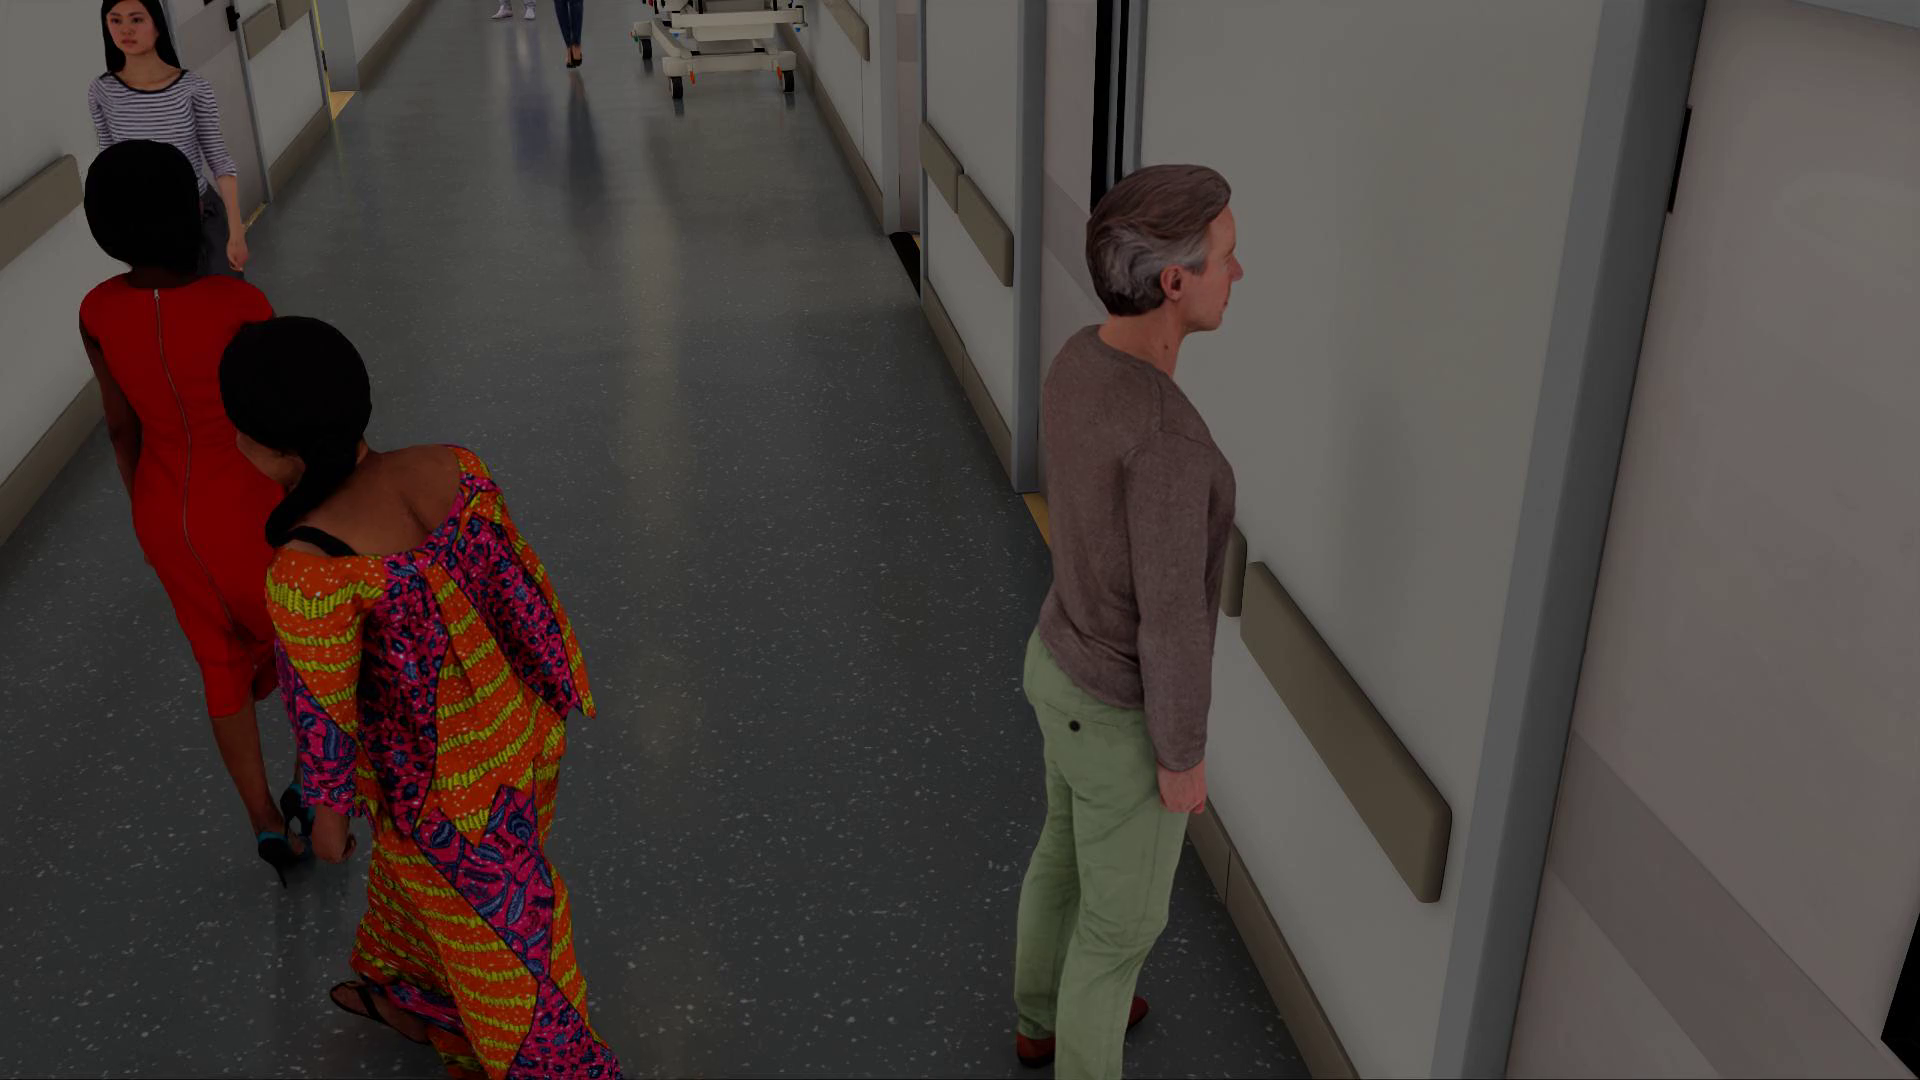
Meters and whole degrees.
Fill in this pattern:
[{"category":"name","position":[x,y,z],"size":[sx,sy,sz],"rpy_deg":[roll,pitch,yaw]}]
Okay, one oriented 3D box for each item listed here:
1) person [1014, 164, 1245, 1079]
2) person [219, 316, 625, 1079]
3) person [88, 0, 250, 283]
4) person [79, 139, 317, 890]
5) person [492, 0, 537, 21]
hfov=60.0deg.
[{"category":"person","position":[0.274,0.278,2.927],"size":[0.559,1.868,0.657],"rpy_deg":[-5,26,-11]},{"category":"person","position":[-0.860,0.391,2.924],"size":[1.112,1.667,0.934],"rpy_deg":[9,27,18]},{"category":"person","position":[-2.780,-1.109,6.020],"size":[1.116,1.681,0.706],"rpy_deg":[-5,26,-11]},{"category":"person","position":[-1.610,0.032,3.592],"size":[0.555,1.734,0.678],"rpy_deg":[-1,26,-3]},{"category":"person","position":[-4.281,-5.929,15.778],"size":[0.595,1.886,0.774],"rpy_deg":[3,26,6]}]
